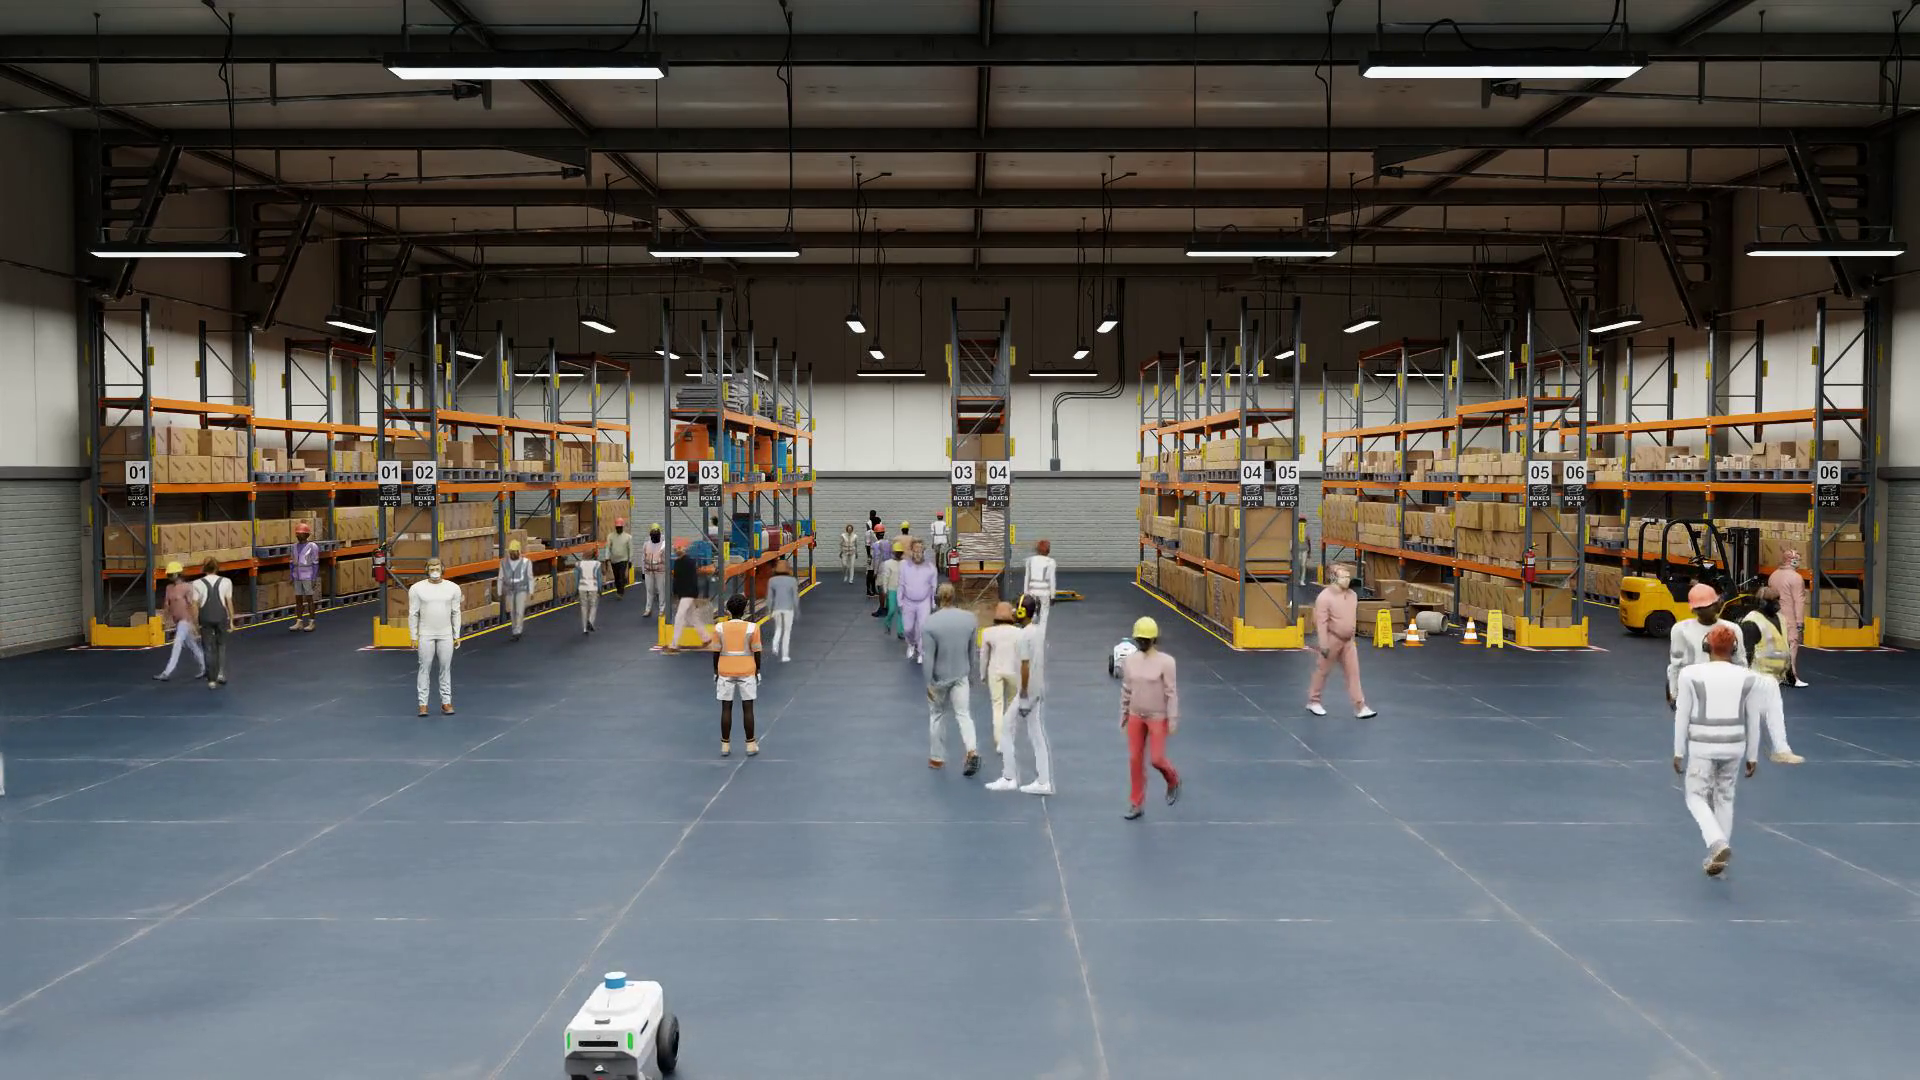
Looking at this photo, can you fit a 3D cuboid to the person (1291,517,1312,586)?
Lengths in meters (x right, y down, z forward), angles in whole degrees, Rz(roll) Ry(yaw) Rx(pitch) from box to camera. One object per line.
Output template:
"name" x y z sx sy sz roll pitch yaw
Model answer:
"person" 9.135 0.299 43.195 0.547 1.849 0.527 0 2 4

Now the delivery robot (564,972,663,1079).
"delivery robot" -1.651 2.322 7.737 0.477 0.478 0.707 0 2 1

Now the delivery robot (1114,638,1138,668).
"delivery robot" 2.440 1.685 23.752 0.477 0.478 0.707 0 2 4

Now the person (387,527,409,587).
"person" -12.518 0.539 36.089 0.553 1.935 0.363 0 2 -2

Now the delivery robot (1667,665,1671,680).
"delivery robot" 9.565 1.782 21.316 0.477 0.478 0.707 1 2 16

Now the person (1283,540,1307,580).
"person" 9.428 0.180 45.501 0.630 1.906 0.595 1 3 26

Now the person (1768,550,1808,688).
"person" 11.623 1.090 22.616 0.400 1.907 0.645 0 2 -6

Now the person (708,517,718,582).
"person" -6.781 0.256 44.757 0.515 1.814 1.019 0 2 -4

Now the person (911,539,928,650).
"person" -0.680 0.925 27.091 0.360 1.894 0.699 0 2 -12

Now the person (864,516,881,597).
"person" -2.090 0.403 39.260 0.377 1.959 0.603 1 2 23

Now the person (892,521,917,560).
"person" -1.263 0.512 37.061 0.599 1.911 0.515 0 2 2

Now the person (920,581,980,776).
"person" -0.083 1.360 15.911 0.629 1.915 0.918 -1 2 -21

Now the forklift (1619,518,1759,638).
"forklift" 13.417 0.684 29.791 2.313 2.155 1.214 0 2 0

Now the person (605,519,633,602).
"person" -8.020 0.467 37.999 0.603 1.945 1.050 0 2 0

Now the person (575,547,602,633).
"person" -6.924 0.934 30.078 0.531 1.626 0.396 0 2 -1

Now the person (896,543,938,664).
"person" -0.667 0.987 25.314 0.662 1.894 0.515 0 2 2

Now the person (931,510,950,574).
"person" -0.588 0.053 48.606 0.553 1.935 0.487 0 2 11

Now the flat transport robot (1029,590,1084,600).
"flat transport robot" 2.157 1.306 37.977 1.431 0.197 0.652 -1 3 -33

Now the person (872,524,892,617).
"person" -1.660 0.633 33.820 0.376 1.932 0.543 1 3 31

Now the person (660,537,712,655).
"person" -4.503 0.908 26.793 1.007 1.953 0.634 -2 3 -34

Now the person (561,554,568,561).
"person" -10.503 0.365 42.070 0.618 1.808 0.520 0 2 9

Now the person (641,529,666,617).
"person" -6.356 0.686 33.687 0.621 1.838 0.429 0 2 8

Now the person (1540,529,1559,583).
"person" 11.787 0.725 31.985 0.634 1.899 1.013 0 2 5

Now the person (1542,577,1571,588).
"person" 11.377 0.812 30.742 0.647 1.824 0.604 0 2 -2

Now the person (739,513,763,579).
"person" -5.723 0.178 44.899 0.903 1.967 0.610 0 2 4

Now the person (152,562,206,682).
"person" -11.171 1.169 23.199 0.540 1.716 0.968 1 3 32

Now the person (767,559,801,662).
"person" -2.772 1.115 25.534 0.508 1.620 0.348 1 2 16

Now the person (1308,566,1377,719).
"person" 4.606 1.237 19.622 0.676 1.851 1.025 -1 3 -28

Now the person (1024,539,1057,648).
"person" 1.332 0.922 27.424 0.616 1.865 0.580 1 3 31

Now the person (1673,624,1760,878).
"person" 5.515 1.541 11.737 0.591 1.865 0.597 0 2 8

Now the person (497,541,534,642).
"person" -7.910 0.910 28.664 0.620 1.777 0.943 0 2 0

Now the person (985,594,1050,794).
"person" 0.526 1.422 14.989 0.740 1.841 0.549 1 2 22

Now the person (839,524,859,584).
"person" -3.016 0.375 43.991 0.544 1.623 0.373 0 2 -5

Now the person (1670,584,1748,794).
"person" 6.785 1.382 14.569 0.696 1.973 0.959 0 2 7

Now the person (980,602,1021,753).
"person" 0.468 1.455 17.312 0.518 1.580 0.850 0 2 3

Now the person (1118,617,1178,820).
"person" 1.649 1.515 13.903 0.553 1.743 0.574 2 3 36

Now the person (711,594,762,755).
"person" -2.352 1.415 17.038 0.540 1.695 0.317 0 2 1

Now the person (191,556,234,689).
"person" -10.371 1.135 22.382 0.535 1.832 0.485 -1 3 -31

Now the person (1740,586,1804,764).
"person" 8.364 1.373 16.860 0.622 1.808 0.938 -2 3 -36

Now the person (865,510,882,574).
"person" -2.581 0.060 48.387 0.391 1.920 0.587 2 3 42

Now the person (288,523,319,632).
"person" -12.437 0.705 30.562 0.607 2.048 0.369 1 2 15

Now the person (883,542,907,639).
"person" -1.112 0.905 29.205 0.527 1.758 0.365 -1 2 -21

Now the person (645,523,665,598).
"person" -7.344 0.492 39.082 0.604 1.787 0.877 -1 2 -16

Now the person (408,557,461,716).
"person" -6.465 1.182 19.893 0.634 1.939 0.367 -1 3 -27

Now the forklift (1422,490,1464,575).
"forklift" 13.926 -0.371 47.846 1.873 2.768 1.129 0 2 0
